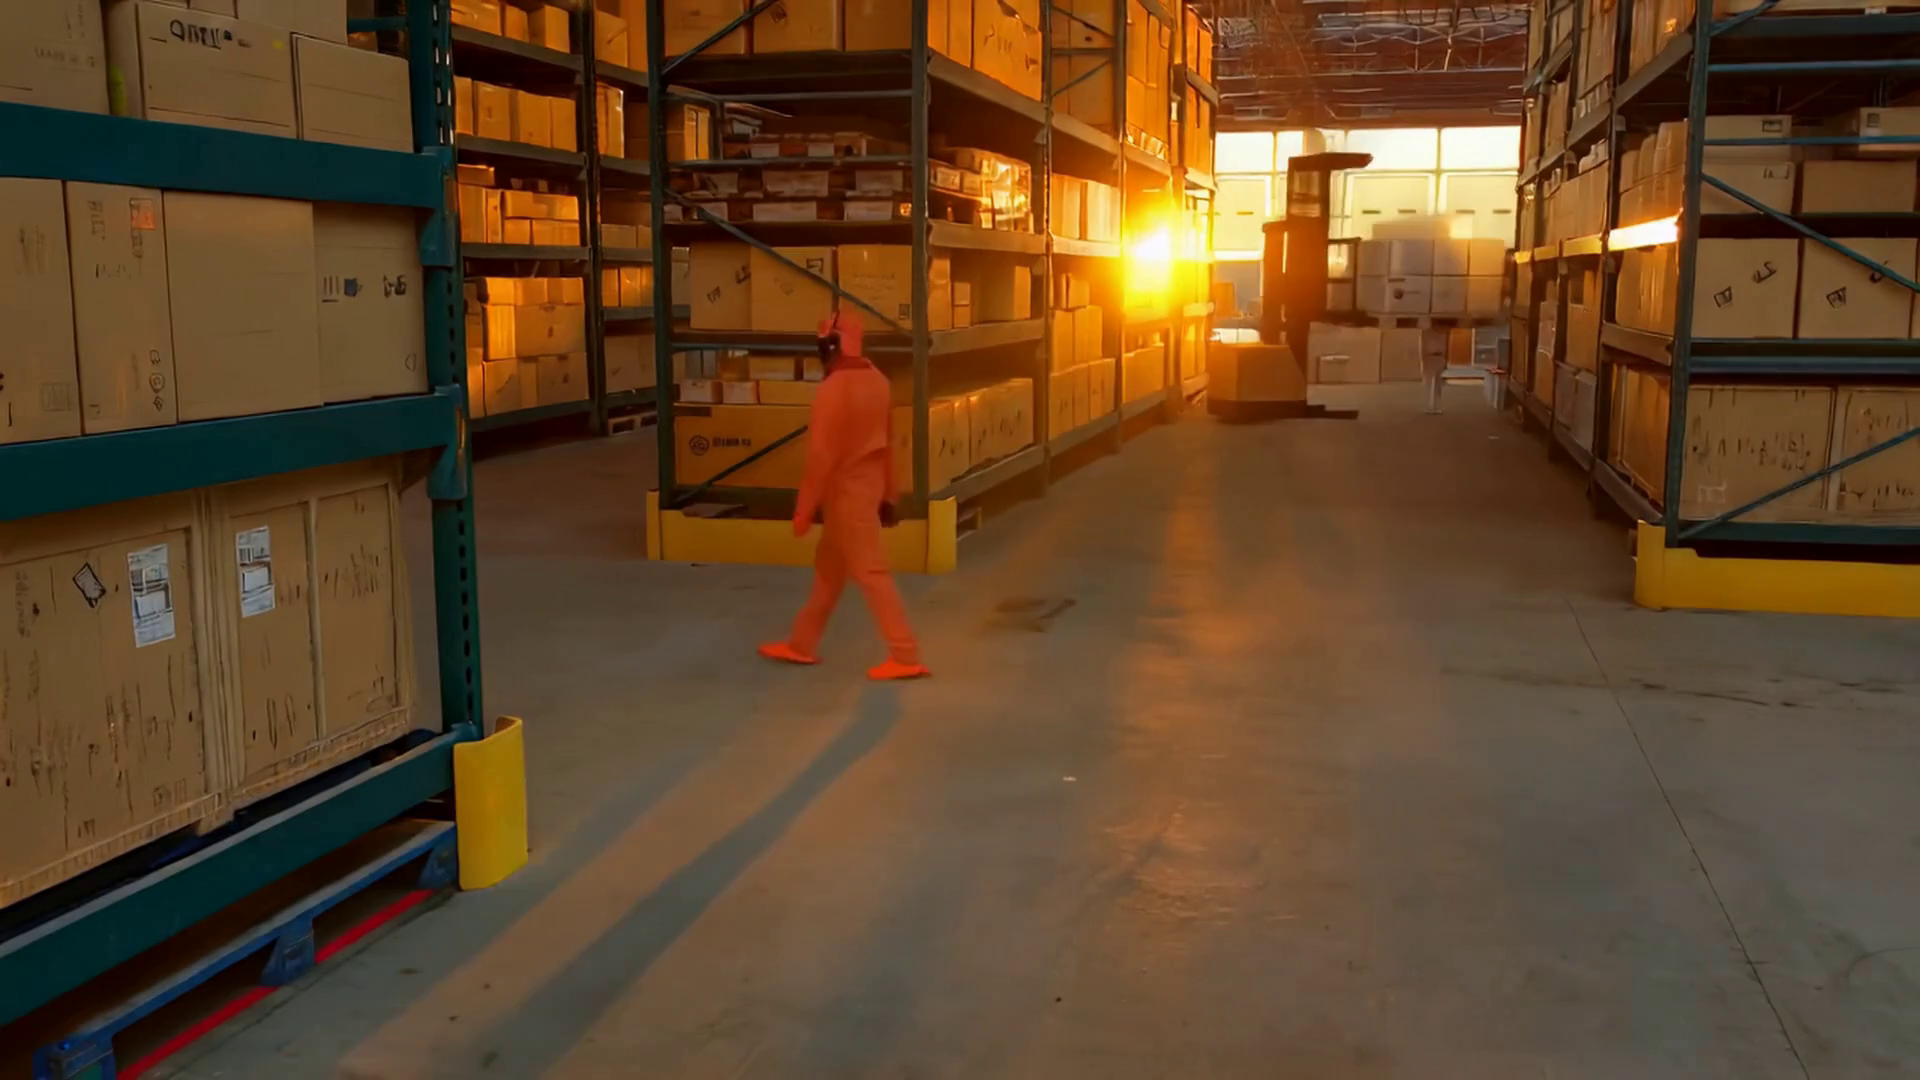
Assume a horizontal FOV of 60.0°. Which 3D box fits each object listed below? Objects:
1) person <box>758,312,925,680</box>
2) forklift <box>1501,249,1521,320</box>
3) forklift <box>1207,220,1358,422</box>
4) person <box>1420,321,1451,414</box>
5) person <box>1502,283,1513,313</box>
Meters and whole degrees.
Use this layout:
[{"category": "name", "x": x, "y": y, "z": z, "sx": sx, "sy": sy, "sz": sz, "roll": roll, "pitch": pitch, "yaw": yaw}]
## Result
[{"category": "person", "x": -0.593, "y": -0.222, "z": 8.432, "sx": 0.991, "sy": 1.853, "sz": 0.666, "roll": 3, "pitch": 9, "yaw": 19}, {"category": "forklift", "x": 15.282, "y": -6.531, "z": 45.267, "sx": 1.129, "sy": 2.768, "sz": 1.873, "roll": 5, "pitch": 10, "yaw": 29}, {"category": "forklift", "x": 4.571, "y": -3.110, "z": 23.534, "sx": 1.873, "sy": 2.768, "sz": 1.129, "roll": -3, "pitch": 9, "yaw": -16}, {"category": "person", "x": 7.096, "y": -2.692, "z": 24.804, "sx": 0.521, "sy": 1.638, "sz": 0.311, "roll": -4, "pitch": 10, "yaw": -24}, {"category": "person", "x": 15.058, "y": -6.045, "z": 45.311, "sx": 0.560, "sy": 1.910, "sz": 0.850, "roll": -1, "pitch": 9, "yaw": -4}]
